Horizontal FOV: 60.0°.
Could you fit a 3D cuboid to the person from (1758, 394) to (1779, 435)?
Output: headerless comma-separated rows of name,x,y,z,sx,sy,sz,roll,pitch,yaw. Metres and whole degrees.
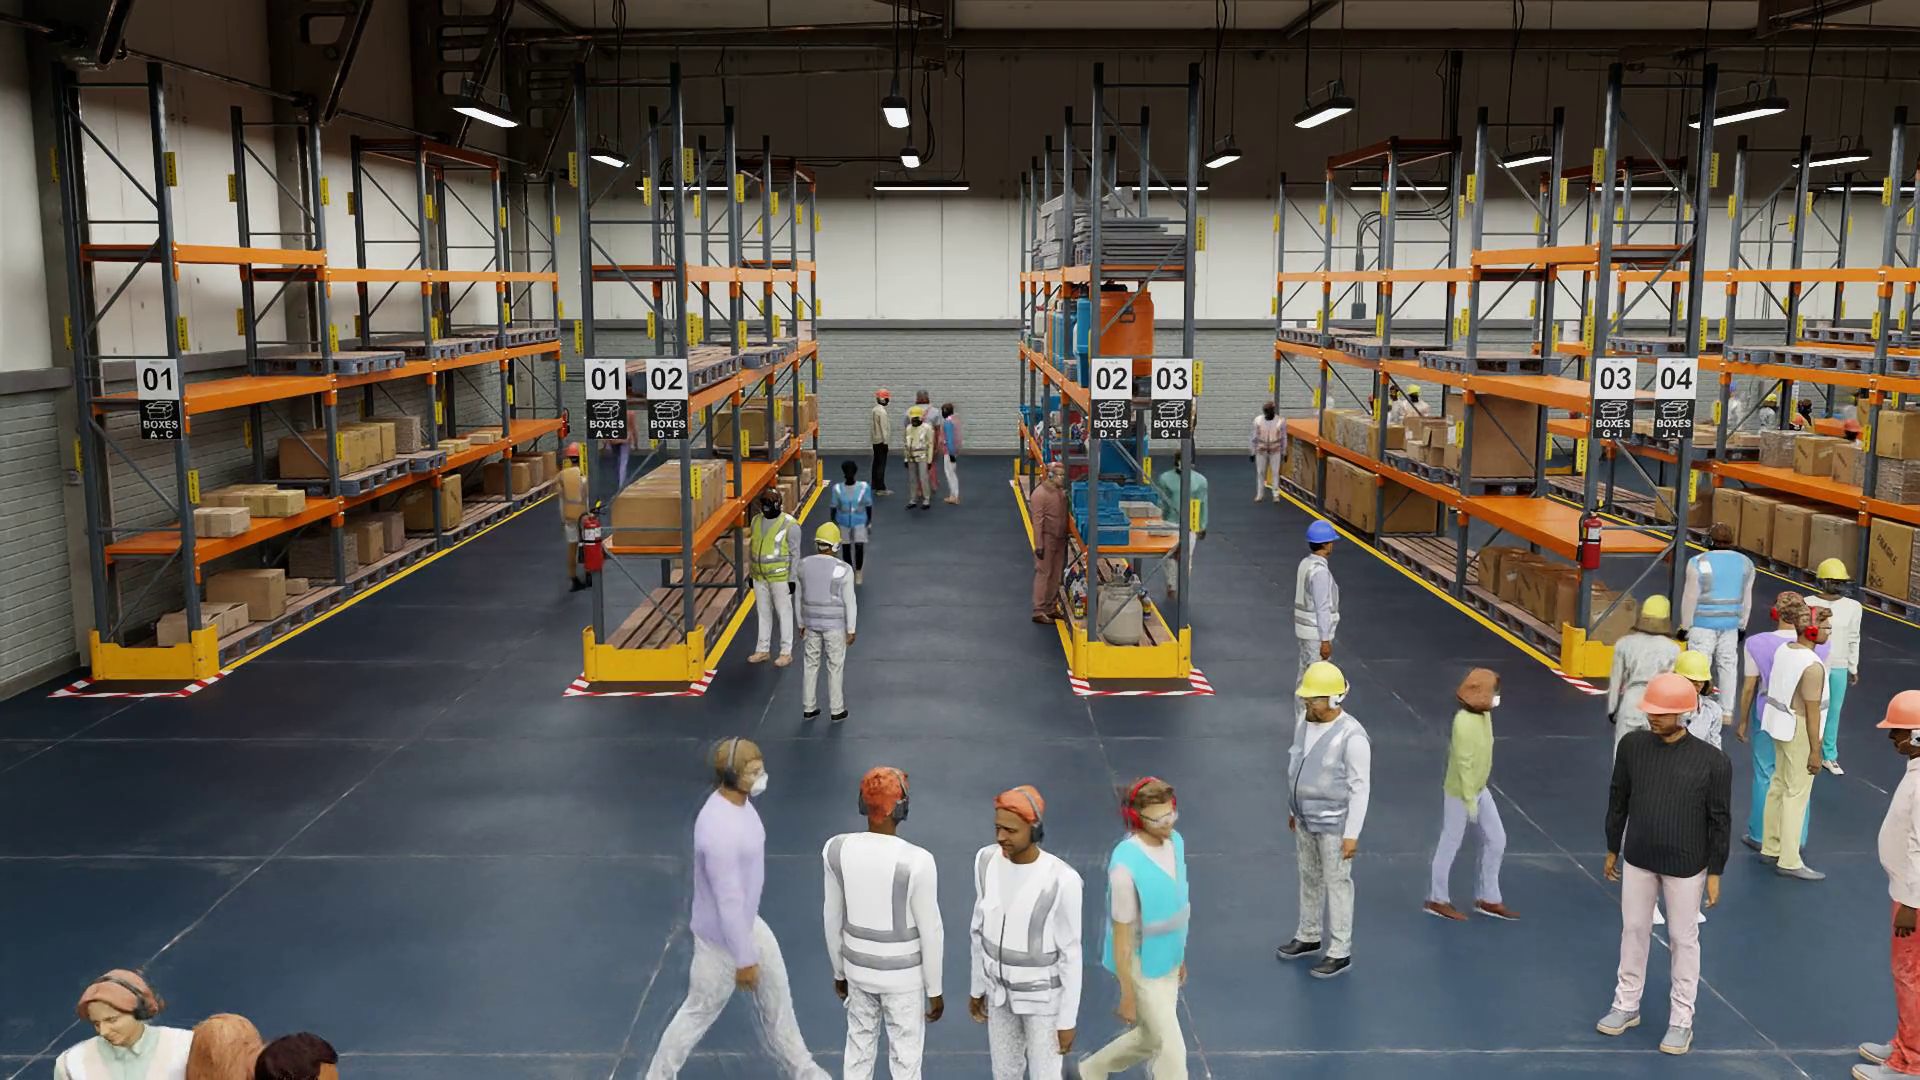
person,16.306,-2.089,33.583,0.324,1.733,0.492,0,9,-1

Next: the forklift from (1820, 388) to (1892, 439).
forklift,20.072,-3.110,36.462,1.873,2.768,1.129,0,9,0

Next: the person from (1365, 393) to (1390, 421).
person,7.725,-1.783,31.011,0.552,1.923,0.390,1,9,3

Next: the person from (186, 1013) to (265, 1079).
person,-2.332,2.336,5.456,0.289,1.625,0.497,5,10,27

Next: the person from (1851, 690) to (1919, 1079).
person,4.722,1.724,8.268,0.411,1.980,0.623,5,10,28

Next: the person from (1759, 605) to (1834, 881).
person,5.597,1.339,11.152,0.372,1.843,0.570,1,9,4

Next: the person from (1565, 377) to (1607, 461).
person,13.991,-2.690,36.982,0.990,1.868,0.571,6,11,36

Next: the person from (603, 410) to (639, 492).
person,-6.450,-1.873,31.548,0.669,1.943,1.003,1,9,5

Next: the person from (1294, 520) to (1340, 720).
person,3.067,0.794,14.317,0.375,1.950,0.614,0,9,-3

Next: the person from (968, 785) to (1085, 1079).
person,0.276,1.954,7.107,0.582,1.878,0.342,8,12,43

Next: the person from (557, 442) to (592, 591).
person,-4.887,-0.309,21.524,0.567,1.914,0.664,2,9,15

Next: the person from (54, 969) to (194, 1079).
person,-2.899,2.263,5.966,0.574,1.615,0.502,-4,10,-23

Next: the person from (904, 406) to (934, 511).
person,-0.733,-1.418,28.973,0.598,1.823,0.403,7,11,37

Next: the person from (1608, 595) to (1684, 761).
person,4.975,1.257,12.093,0.497,1.711,0.694,4,10,23

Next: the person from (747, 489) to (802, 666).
person,-1.956,0.385,17.306,0.621,1.845,0.429,5,10,29

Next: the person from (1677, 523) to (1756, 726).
person,6.766,0.760,14.931,0.642,1.835,0.429,-1,9,-4

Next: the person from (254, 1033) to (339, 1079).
person,-1.907,2.326,4.720,0.850,1.867,0.628,-1,9,-3

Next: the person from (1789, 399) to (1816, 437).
person,15.430,-1.663,30.484,0.627,1.844,0.429,-6,10,-32

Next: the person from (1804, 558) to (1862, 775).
person,6.985,1.021,13.446,0.533,1.772,0.296,1,9,9

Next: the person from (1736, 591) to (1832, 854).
person,5.727,1.273,11.576,0.568,1.843,0.374,2,9,12

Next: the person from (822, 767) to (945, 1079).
person,-0.324,1.916,7.317,0.574,1.886,0.356,4,10,26

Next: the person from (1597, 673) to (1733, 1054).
person,3.647,1.657,8.636,0.622,1.990,0.389,9,12,44

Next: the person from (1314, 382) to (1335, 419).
person,7.658,-2.363,34.793,0.426,1.895,0.666,-3,9,-18

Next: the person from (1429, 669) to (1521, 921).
person,3.215,1.593,10.255,0.635,1.611,0.524,7,12,40

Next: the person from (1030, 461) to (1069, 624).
person,1.080,0.027,19.448,0.400,1.900,0.649,6,11,33

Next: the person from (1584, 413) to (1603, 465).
person,13.739,-2.544,35.975,0.649,1.901,0.400,-8,12,-41

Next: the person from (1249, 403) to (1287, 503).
person,5.545,-1.555,29.961,0.672,1.802,0.756,2,9,12

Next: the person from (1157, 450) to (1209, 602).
person,2.748,-0.166,20.570,0.654,1.925,0.515,0,9,3

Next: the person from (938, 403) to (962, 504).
person,-0.172,-1.552,29.909,0.465,1.805,0.744,1,9,9

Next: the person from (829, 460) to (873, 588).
person,-1.420,-0.198,21.577,0.559,1.678,0.488,1,9,4

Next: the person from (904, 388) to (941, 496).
person,-0.694,-1.849,31.041,0.692,2.000,0.670,0,9,1

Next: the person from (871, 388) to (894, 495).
person,-1.462,-1.838,31.113,0.396,1.992,0.623,-4,10,-22

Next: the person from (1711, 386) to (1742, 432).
person,15.810,-2.290,34.336,0.615,1.908,0.984,6,11,33

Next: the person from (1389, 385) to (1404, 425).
person,8.960,-2.267,34.334,0.336,1.860,0.498,-6,11,-36

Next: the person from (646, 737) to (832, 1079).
person,-1.040,1.843,7.842,1.066,1.877,0.641,1,9,5

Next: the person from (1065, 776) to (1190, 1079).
person,0.846,1.928,7.518,0.841,1.805,0.586,5,10,30

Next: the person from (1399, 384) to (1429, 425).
person,9.231,-2.209,33.806,0.637,1.903,0.476,3,9,19

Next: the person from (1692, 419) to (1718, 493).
person,12.956,-1.315,28.956,0.516,1.613,0.672,0,9,0

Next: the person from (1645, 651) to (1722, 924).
person,4.469,1.528,10.305,0.481,1.734,0.329,0,9,-1

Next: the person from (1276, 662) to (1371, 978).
person,2.083,1.593,9.576,0.404,1.827,0.601,-4,10,-25

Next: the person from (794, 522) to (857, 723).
person,-1.206,0.748,15.041,0.596,1.826,0.403,3,9,20
